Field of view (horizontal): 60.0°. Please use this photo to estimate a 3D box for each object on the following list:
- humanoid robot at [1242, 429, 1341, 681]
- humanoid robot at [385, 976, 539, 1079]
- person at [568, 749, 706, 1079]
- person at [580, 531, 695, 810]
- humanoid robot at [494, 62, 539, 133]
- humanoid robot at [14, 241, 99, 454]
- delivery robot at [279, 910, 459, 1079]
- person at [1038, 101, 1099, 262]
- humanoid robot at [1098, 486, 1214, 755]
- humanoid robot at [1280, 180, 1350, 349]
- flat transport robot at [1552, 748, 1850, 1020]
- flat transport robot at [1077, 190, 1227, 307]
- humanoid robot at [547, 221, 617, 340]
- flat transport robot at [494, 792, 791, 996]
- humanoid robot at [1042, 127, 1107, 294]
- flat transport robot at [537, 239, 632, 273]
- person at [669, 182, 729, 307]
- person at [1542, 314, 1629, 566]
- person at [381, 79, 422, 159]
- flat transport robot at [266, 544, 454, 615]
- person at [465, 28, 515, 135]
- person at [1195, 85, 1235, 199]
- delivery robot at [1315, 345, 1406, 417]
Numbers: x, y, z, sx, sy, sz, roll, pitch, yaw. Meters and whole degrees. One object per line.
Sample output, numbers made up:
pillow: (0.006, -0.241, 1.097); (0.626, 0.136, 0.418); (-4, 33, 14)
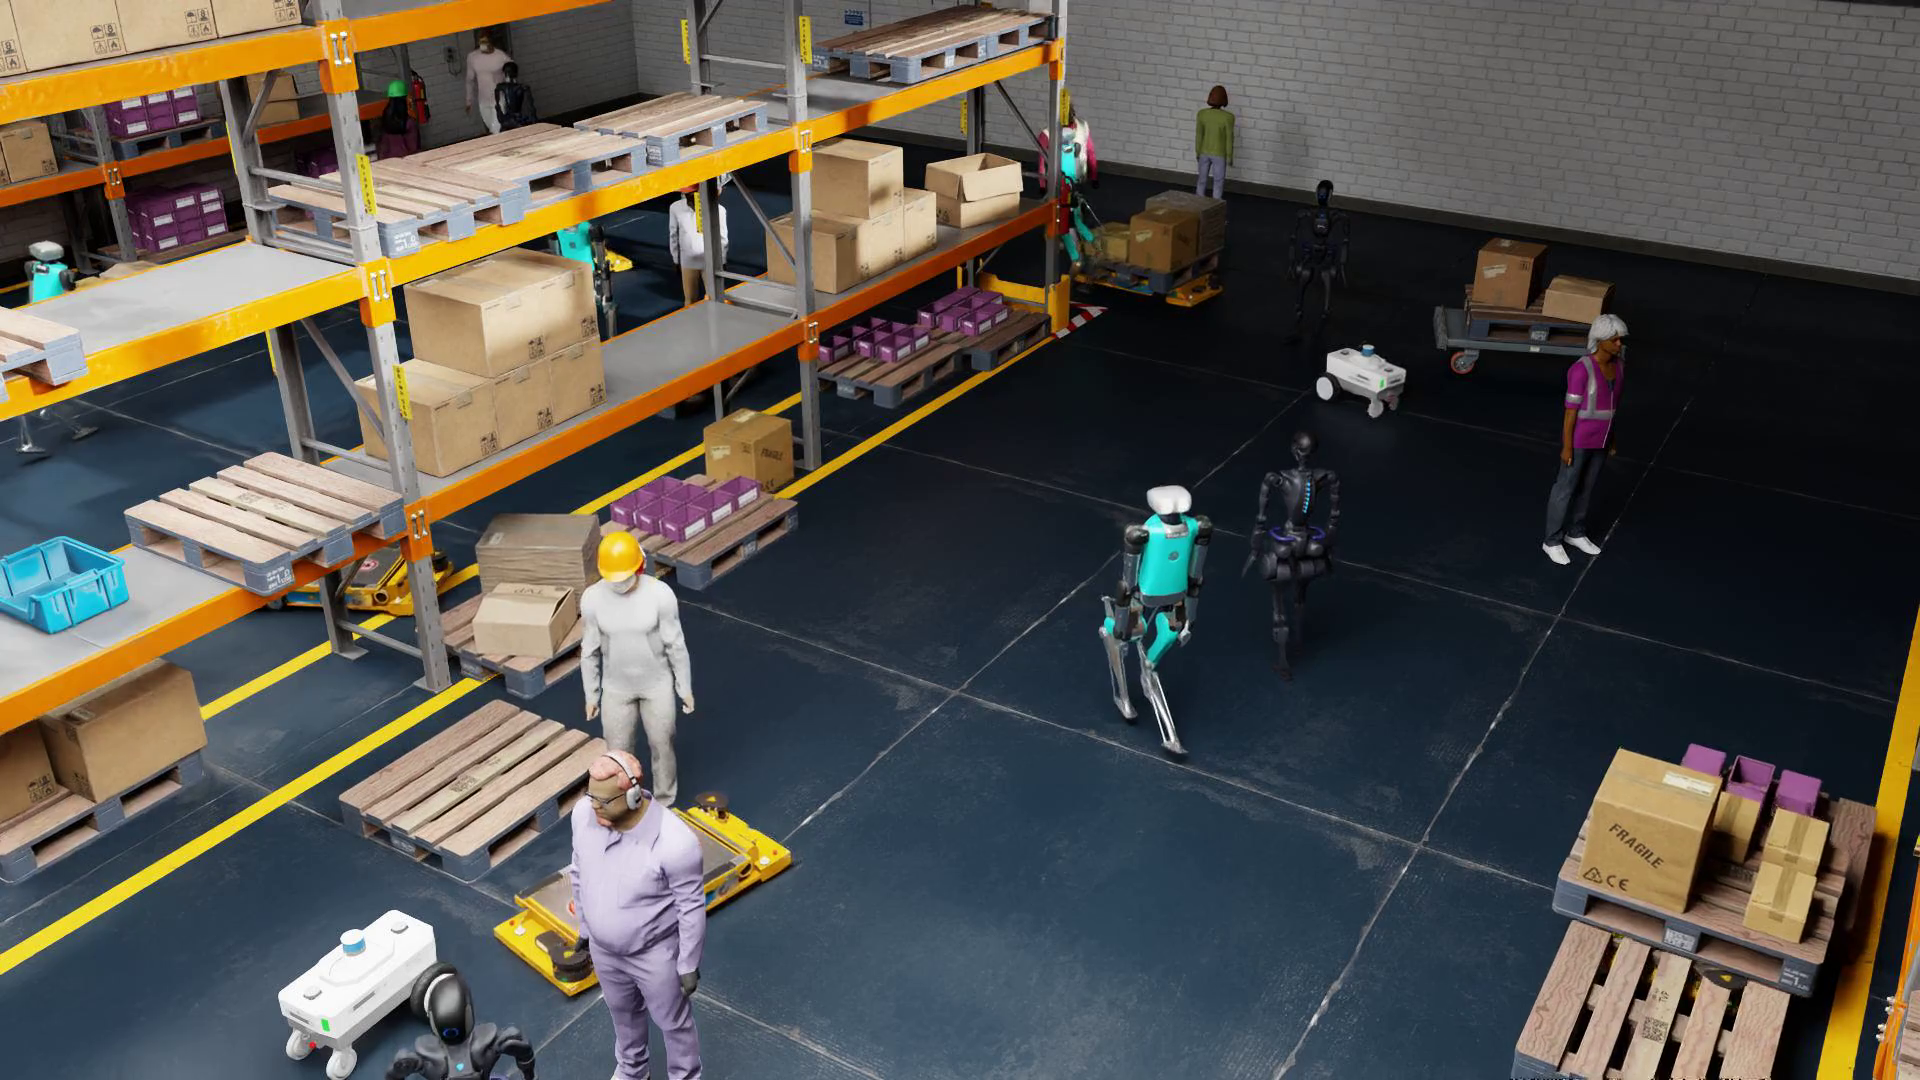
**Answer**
humanoid robot: (2.093, 0.073, 10.511); (0.610, 1.644, 0.475); (-5, 27, -9)
humanoid robot: (-1.869, 2.235, 6.316); (0.593, 1.641, 0.773); (-10, 29, -19)
person: (-1.376, 1.706, 7.029); (0.651, 1.906, 0.407); (14, 30, 25)
person: (-1.718, 0.785, 8.882); (0.579, 1.877, 0.425); (-2, 27, -5)
humanoid robot: (-5.548, -5.135, 20.768); (0.600, 1.648, 0.550); (7, 28, 14)
humanoid robot: (-7.592, -1.464, 13.524); (0.552, 1.753, 1.011); (13, 30, 24)
delivery robot: (-2.785, 2.081, 7.782); (0.499, 0.595, 0.792); (15, 30, 26)
person: (1.172, -3.995, 18.399); (0.646, 1.793, 0.944); (-16, 31, -29)
humanoid robot: (1.083, 0.414, 9.773); (0.542, 1.741, 1.005); (-9, 28, -17)
humanoid robot: (3.392, -2.618, 15.795); (0.612, 1.641, 0.364); (5, 27, 11)
flat transport robot: (3.779, 1.863, 8.527); (0.659, 0.231, 1.431); (16, 31, 28)
flat transport robot: (2.013, -2.767, 17.649); (1.431, 0.231, 0.659); (20, 33, 34)
humanoid robot: (-3.351, -2.304, 15.153); (0.534, 1.757, 1.014); (4, 27, 7)
flat transport robot: (-1.629, 1.805, 8.641); (0.659, 0.231, 1.431); (23, 35, 38)
humanoid robot: (1.229, -3.283, 17.096); (0.729, 1.828, 0.544); (22, 34, 36)
flat transport robot: (-4.360, -2.978, 18.067); (1.431, 0.231, 0.659); (-19, 33, -33)
person: (-2.474, -2.657, 15.795); (0.563, 1.748, 0.336); (3, 27, 6)
person: (4.498, -0.725, 11.881); (0.510, 1.847, 0.337); (-15, 30, -26)
person: (-6.218, -4.162, 18.584); (0.494, 1.918, 0.853); (7, 28, 14)
flat transport robot: (-4.370, 0.266, 11.675); (1.431, 0.231, 0.659); (3, 27, 5)
person: (-6.070, -5.658, 21.551); (0.644, 1.904, 0.870); (8, 28, 15)
person: (2.995, -4.531, 19.630); (0.496, 1.627, 0.283); (18, 32, 32)
delivery robot: (3.555, -1.432, 14.725); (0.501, 0.614, 0.786); (-17, 32, -30)
